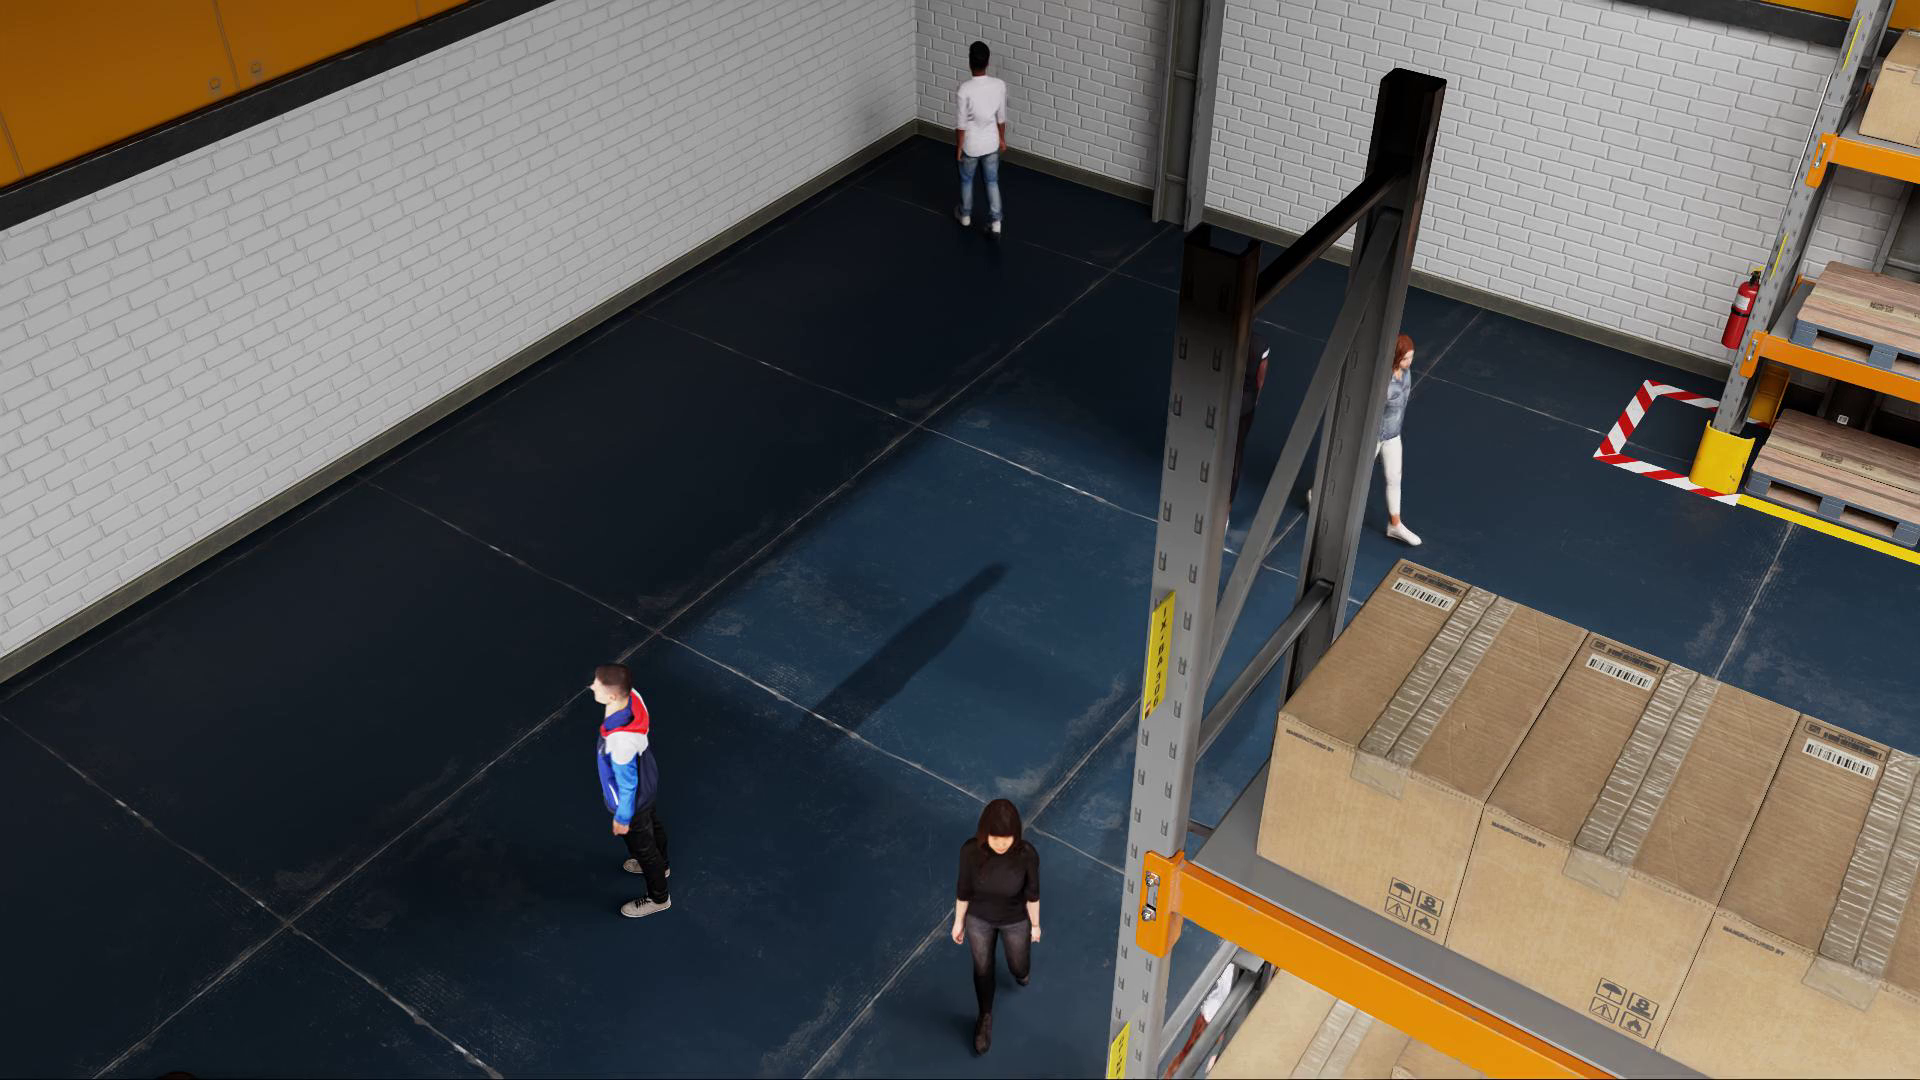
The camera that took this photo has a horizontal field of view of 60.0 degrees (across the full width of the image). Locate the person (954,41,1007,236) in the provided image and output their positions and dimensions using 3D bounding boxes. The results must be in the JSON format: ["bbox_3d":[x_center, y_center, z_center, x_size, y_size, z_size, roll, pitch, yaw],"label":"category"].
[{"bbox_3d":[0.203,-3.596,15.102,0.988,1.791,1.112,-12,40,-15],"label":"person"}]

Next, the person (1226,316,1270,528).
[{"bbox_3d":[1.936,-0.880,11.786,1.245,1.685,1.034,5,39,6],"label":"person"}]

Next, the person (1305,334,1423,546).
[{"bbox_3d":[2.827,-0.749,11.647,1.159,1.654,0.754,31,48,33],"label":"person"}]

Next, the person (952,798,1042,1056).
[{"bbox_3d":[0.198,1.859,8.400,0.880,1.631,0.877,4,39,5],"label":"person"}]

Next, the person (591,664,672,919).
[{"bbox_3d":[-1.766,1.326,8.967,0.754,1.756,0.720,-2,39,-3],"label":"person"}]
